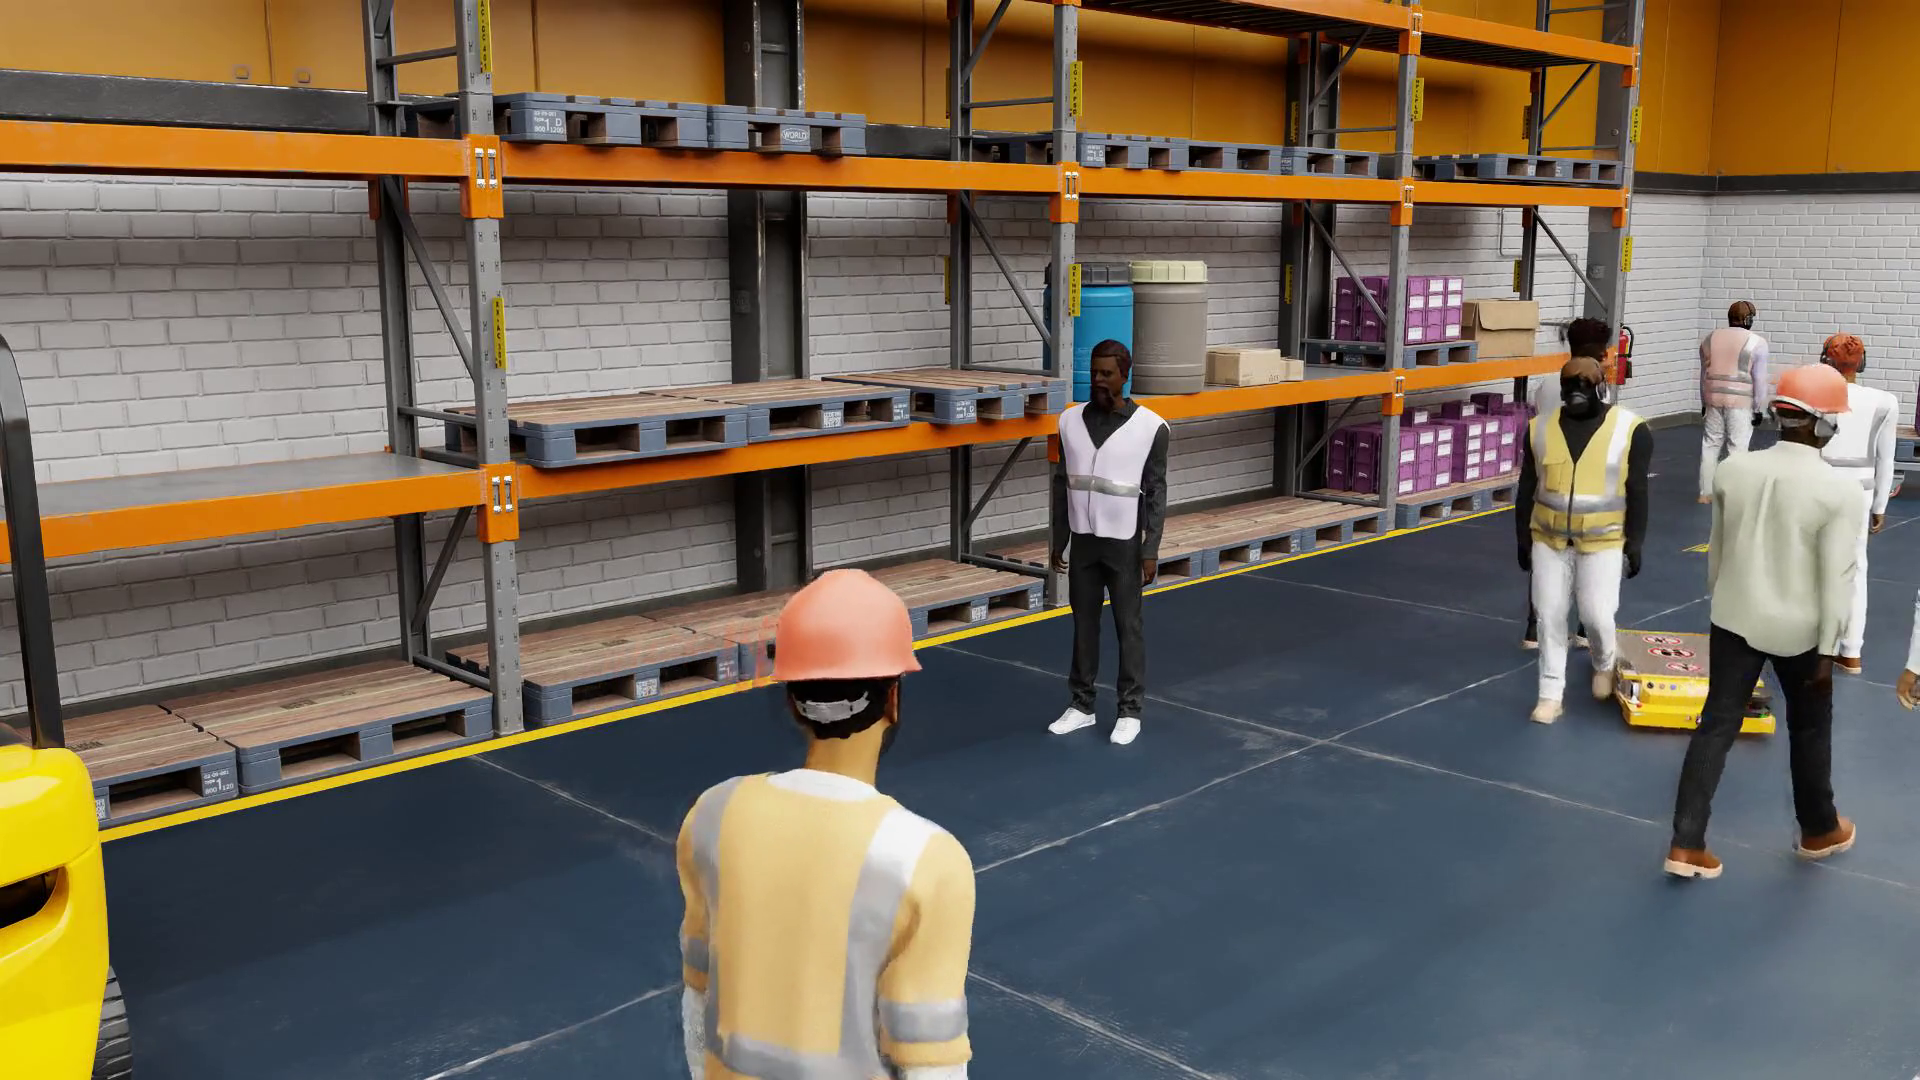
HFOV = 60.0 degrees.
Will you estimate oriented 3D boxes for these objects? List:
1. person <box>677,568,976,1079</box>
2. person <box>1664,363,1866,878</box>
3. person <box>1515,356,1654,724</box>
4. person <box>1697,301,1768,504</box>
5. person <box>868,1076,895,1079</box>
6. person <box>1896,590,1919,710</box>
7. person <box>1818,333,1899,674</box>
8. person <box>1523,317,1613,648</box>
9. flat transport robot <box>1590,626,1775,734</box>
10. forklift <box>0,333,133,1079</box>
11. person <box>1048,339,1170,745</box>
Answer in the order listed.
[{"bbox_3d":[-0.242,1.007,2.624,0.595,1.883,1.005,5,12,27],"label":"person"},{"bbox_3d":[3.049,0.309,6.238,1.022,1.950,0.621,-7,13,-35],"label":"person"},{"bbox_3d":[3.079,-0.006,8.265,0.642,1.823,0.538,7,13,34],"label":"person"},{"bbox_3d":[6.868,-1.202,14.784,0.431,1.836,0.619,-7,13,-35],"label":"person"},{"bbox_3d":[-0.129,1.308,1.647,0.518,1.625,0.369,8,13,36],"label":"person"},{"bbox_3d":[3.505,0.432,5.607,0.503,1.917,0.560,-7,13,-34],"label":"person"},{"bbox_3d":[4.829,-0.200,9.201,0.575,1.876,0.340,3,11,14],"label":"person"},{"bbox_3d":[3.627,-0.320,9.652,0.730,1.934,0.630,-3,11,-16],"label":"person"},{"bbox_3d":[3.726,0.699,8.663,0.652,0.197,1.431,2,11,13],"label":"flat transport robot"},{"bbox_3d":[-3.289,0.485,4.582,1.214,2.155,2.313,-10,14,-44],"label":"forklift"},{"bbox_3d":[0.707,0.003,7.954,0.592,1.922,0.392,6,12,31],"label":"person"}]
